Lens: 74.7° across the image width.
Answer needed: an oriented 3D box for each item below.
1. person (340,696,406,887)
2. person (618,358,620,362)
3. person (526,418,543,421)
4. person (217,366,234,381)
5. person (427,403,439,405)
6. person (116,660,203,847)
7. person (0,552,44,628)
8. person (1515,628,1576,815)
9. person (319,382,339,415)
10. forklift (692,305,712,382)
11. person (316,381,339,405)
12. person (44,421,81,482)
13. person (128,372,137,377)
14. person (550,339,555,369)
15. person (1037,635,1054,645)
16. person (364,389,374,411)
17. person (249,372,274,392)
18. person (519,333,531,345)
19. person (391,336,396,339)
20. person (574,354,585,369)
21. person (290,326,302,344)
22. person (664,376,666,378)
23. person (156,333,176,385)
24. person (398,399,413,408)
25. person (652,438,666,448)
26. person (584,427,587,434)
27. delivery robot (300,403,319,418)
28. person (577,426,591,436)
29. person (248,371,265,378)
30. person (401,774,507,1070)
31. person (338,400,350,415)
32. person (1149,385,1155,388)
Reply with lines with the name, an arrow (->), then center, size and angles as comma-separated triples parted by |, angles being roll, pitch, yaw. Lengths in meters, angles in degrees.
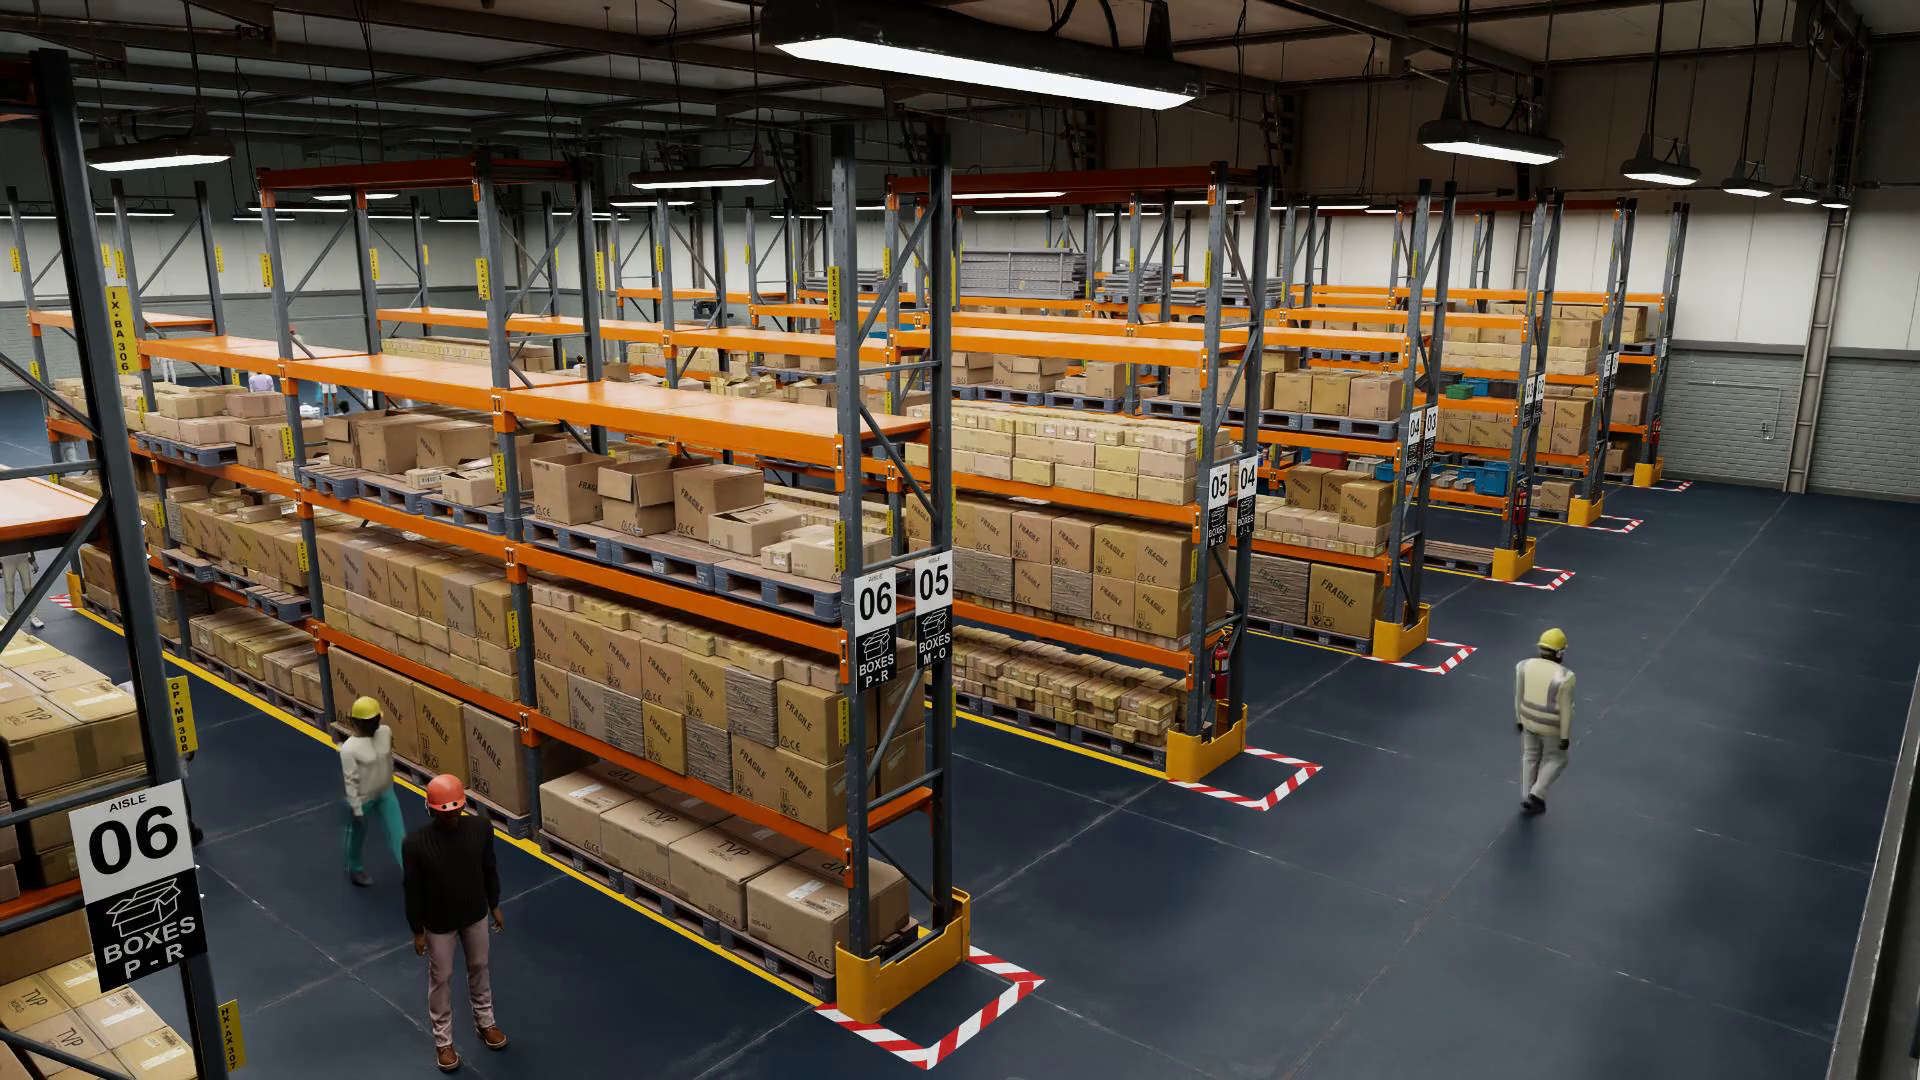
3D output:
person -> -4.824, 2.106, 10.387 | 0.925, 1.710, 0.541 | 6, 15, 23
person -> -10.319, -4.732, 38.494 | 0.462, 1.725, 0.506 | 9, 16, 31
person -> -11.083, -3.366, 32.674 | 0.650, 1.828, 0.484 | -5, 15, -20
person -> -24.650, -5.608, 42.287 | 0.520, 1.637, 0.310 | -3, 14, -10
person -> -13.152, -3.019, 31.233 | 0.728, 1.837, 0.489 | -9, 16, -32
person -> -7.102, 1.812, 11.143 | 0.551, 1.932, 0.378 | -7, 15, -25
person -> -13.074, 0.319, 17.419 | 0.328, 1.872, 0.513 | 12, 18, 40
person -> 5.468, 1.712, 11.789 | 0.416, 1.816, 0.609 | -8, 16, -29
person -> -19.219, -4.797, 38.326 | 0.552, 1.935, 0.374 | -7, 16, -28
forklift -> -9.511, -7.392, 47.124 | 1.873, 2.768, 1.129 | 11, 17, 38
person -> -20.422, -5.263, 40.516 | 0.853, 1.808, 0.578 | -3, 14, -11
person -> -19.284, -2.022, 27.016 | 1.022, 1.881, 0.649 | 6, 15, 24
person -> -24.017, -4.220, 36.597 | 0.606, 1.615, 0.539 | 5, 14, 19
person -> -14.598, -6.385, 45.278 | 0.898, 1.719, 0.546 | 6, 15, 25
person -> 1.313, 0.445, 16.703 | 0.642, 1.963, 0.559 | -9, 17, -34
person -> -15.503, -3.600, 33.435 | 0.561, 1.918, 0.464 | -1, 14, -3
person -> -19.211, -3.907, 34.704 | 0.585, 1.917, 0.380 | -8, 16, -30
person -> -16.946, -7.273, 49.176 | 0.504, 1.621, 0.431 | -13, 19, -43
person -> -21.342, -6.859, 47.363 | 0.849, 1.655, 0.551 | -4, 14, -15
person -> -11.315, -4.634, 37.785 | 0.514, 1.876, 0.328 | 5, 15, 20
person -> -25.520, -7.259, 48.431 | 0.628, 1.954, 1.003 | 1, 14, 6
person -> -10.941, -6.633, 45.982 | 0.653, 1.890, 0.719 | -3, 14, -12
person -> -28.460, -6.454, 45.138 | 0.364, 1.939, 0.636 | 11, 17, 38
person -> -16.795, -4.640, 37.811 | 0.663, 1.880, 0.659 | -1, 14, -4
person -> -5.482, -1.071, 23.317 | 0.596, 1.795, 0.893 | -12, 18, -40
person -> -10.248, -3.897, 34.688 | 0.407, 1.906, 0.655 | 11, 17, 37
delivery robot -> -19.150, -3.767, 36.862 | 0.707, 0.478, 0.477 | 2, 14, 9
person -> -9.282, -3.063, 31.162 | 0.615, 1.950, 0.375 | -13, 19, -43
person -> -22.083, -5.100, 39.602 | 0.525, 1.925, 0.576 | 6, 15, 23
person -> -3.318, 2.473, 8.297 | 0.610, 1.995, 0.375 | -12, 18, -41
person -> -14.192, -2.393, 29.019 | 0.851, 1.660, 0.539 | -6, 15, -23
person -> 4.784, -3.155, 31.570 | 0.547, 1.938, 0.359 | -7, 15, -26
